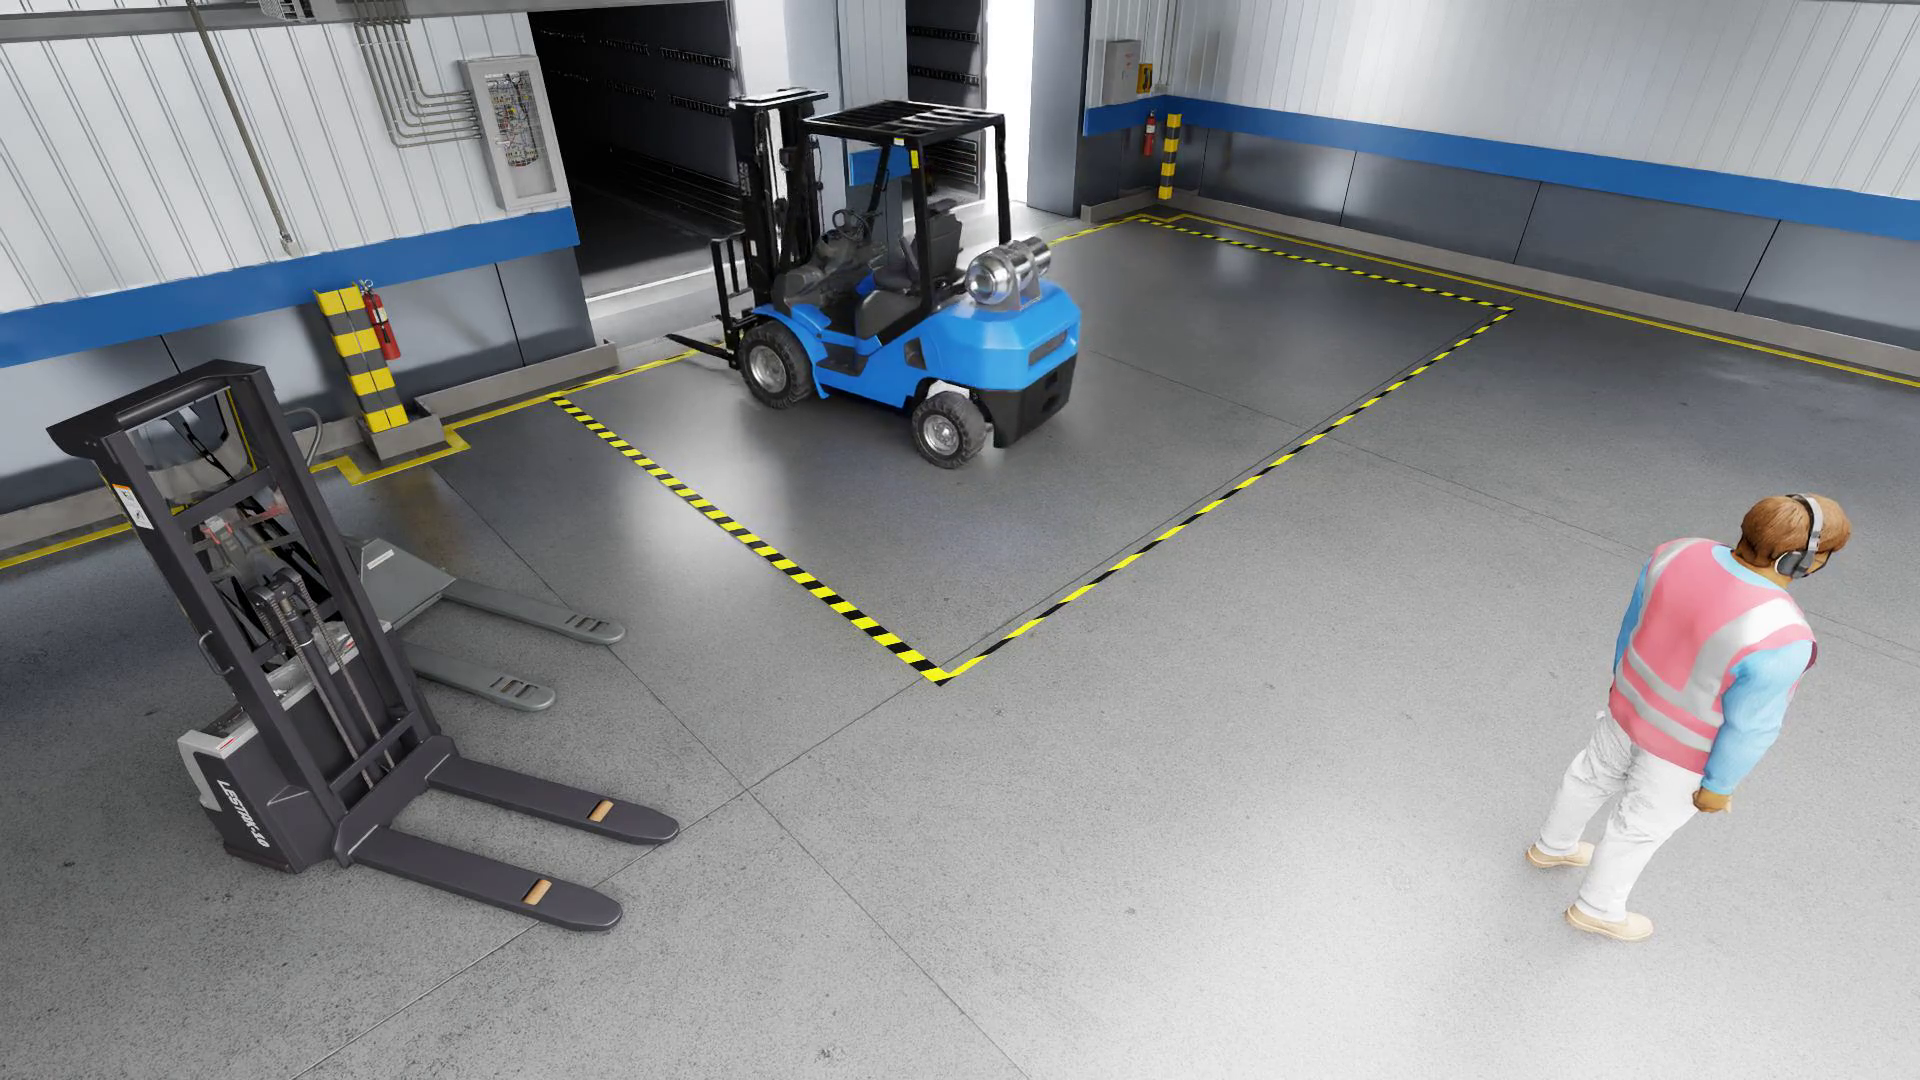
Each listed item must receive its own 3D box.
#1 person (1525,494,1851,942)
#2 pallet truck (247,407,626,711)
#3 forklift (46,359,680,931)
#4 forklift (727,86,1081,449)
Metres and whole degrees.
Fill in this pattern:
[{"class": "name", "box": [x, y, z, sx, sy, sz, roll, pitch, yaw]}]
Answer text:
[{"class": "person", "box": [2.473, 0.641, 3.169, 0.429, 1.844, 0.620, 0, 34, 1]}, {"class": "pallet truck", "box": [-2.628, 0.038, 4.590, 1.601, 1.201, 0.680, 12, 36, 18]}, {"class": "forklift", "box": [-2.135, 0.422, 3.354, 1.885, 1.965, 0.823, 10, 35, 14]}, {"class": "forklift", "box": [-0.465, -2.046, 6.663, 2.680, 2.036, 1.157, 21, 40, 28]}]
